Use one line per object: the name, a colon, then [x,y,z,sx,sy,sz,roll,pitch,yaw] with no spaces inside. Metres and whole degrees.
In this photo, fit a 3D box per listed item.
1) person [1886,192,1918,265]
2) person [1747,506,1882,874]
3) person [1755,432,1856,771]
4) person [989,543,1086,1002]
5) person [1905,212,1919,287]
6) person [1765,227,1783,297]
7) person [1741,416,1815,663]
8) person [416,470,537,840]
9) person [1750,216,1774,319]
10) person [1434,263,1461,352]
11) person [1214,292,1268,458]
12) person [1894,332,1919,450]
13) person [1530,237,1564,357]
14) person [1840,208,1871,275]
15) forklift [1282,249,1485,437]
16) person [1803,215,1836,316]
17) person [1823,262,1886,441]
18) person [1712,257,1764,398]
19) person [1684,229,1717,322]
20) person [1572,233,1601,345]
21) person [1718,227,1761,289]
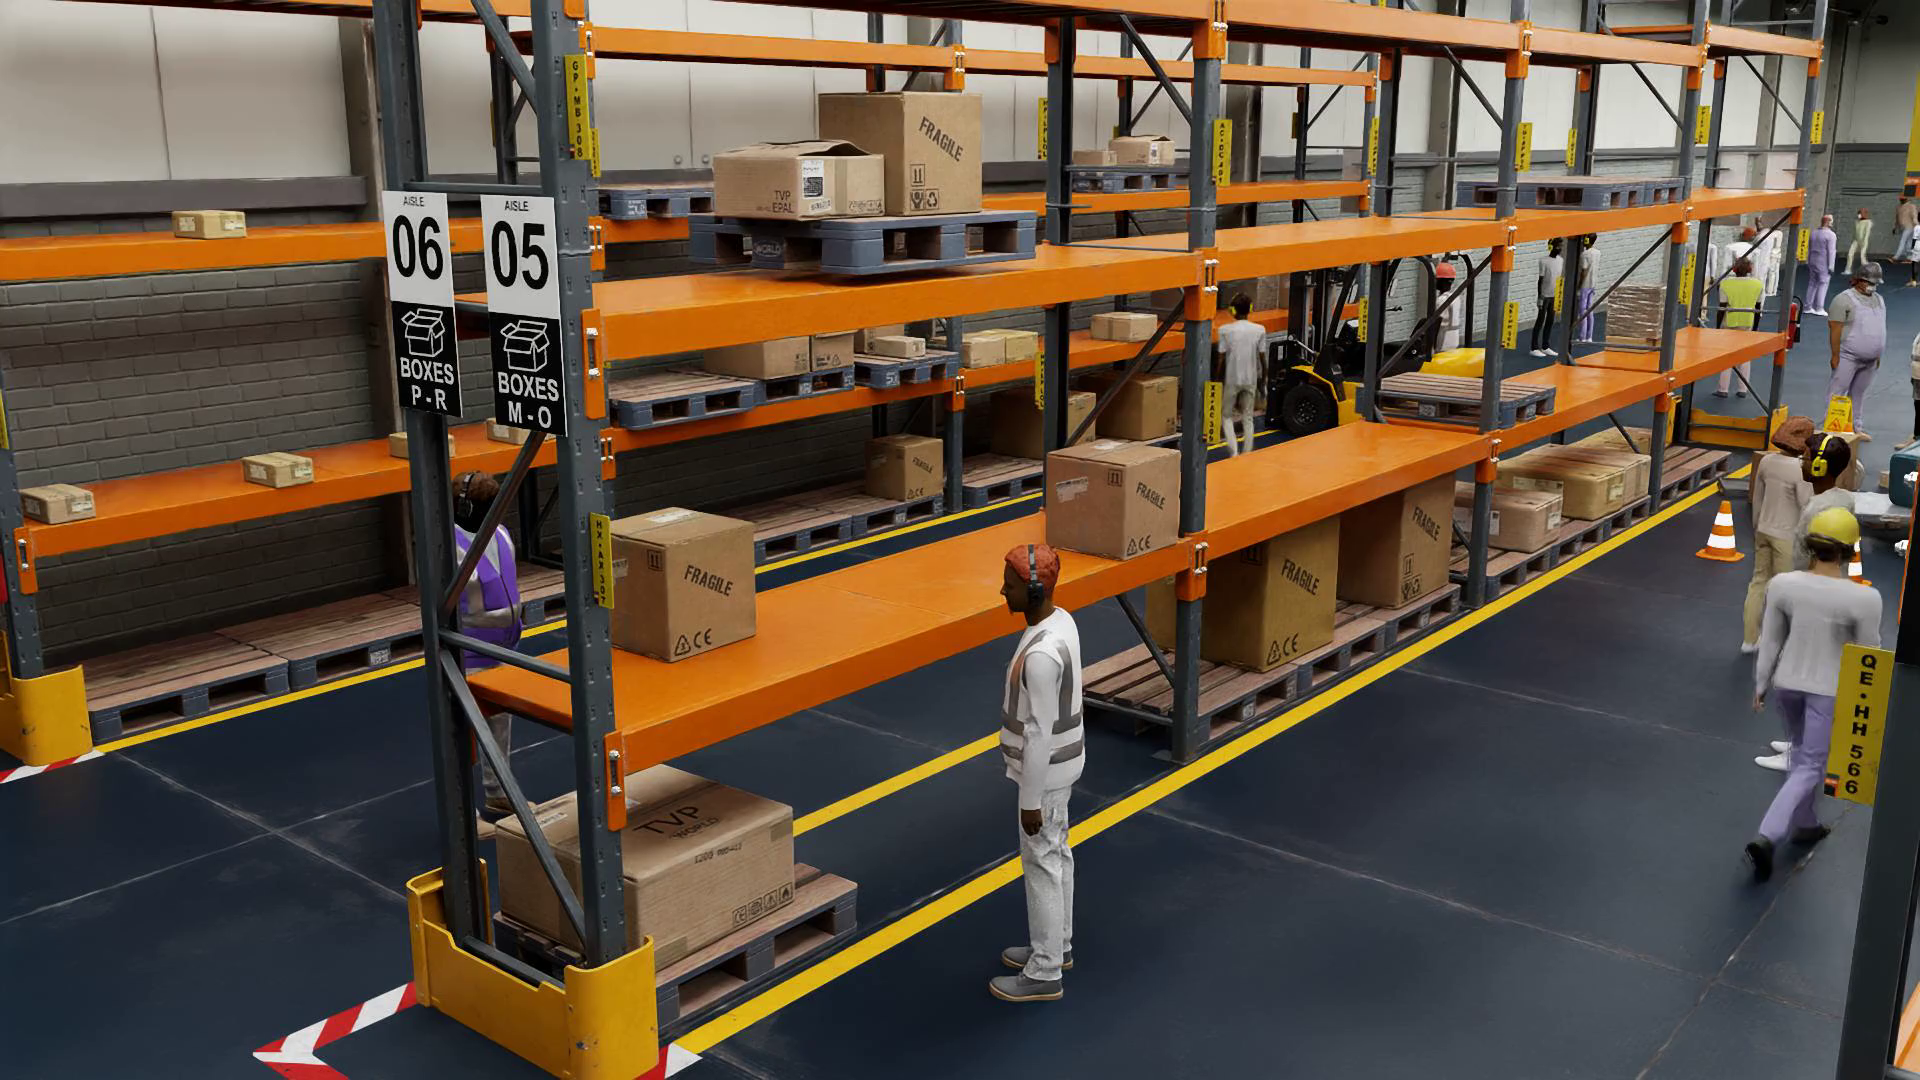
person: [24.894,-8.232,43.868,1.102,1.915,0.689,-3,14,-14]
person: [4.007,0.699,7.855,0.849,1.738,0.527,-9,16,-33]
person: [4.603,0.347,9.006,0.336,1.873,0.521,13,19,43]
person: [0.317,0.923,6.649,0.359,1.880,0.575,2,14,9]
person: [21.661,-6.564,37.525,0.536,1.693,0.320,-5,15,-19]
person: [17.172,-5.957,35.146,0.513,1.642,0.313,-12,18,-39]
person: [5.407,-0.008,10.942,0.283,1.633,0.498,-3,14,-12]
person: [-2.376,0.556,8.239,0.429,1.837,0.626,5,15,20]
person: [14.906,-5.090,31.087,0.406,1.902,0.639,10,17,36]
person: [5.670,-2.286,19.589,0.377,1.938,0.547,9,17,33]
person: [2.848,-1.587,16.909,0.597,1.851,0.374,-1,14,-4]
person: [10.416,-1.757,17.929,0.322,1.696,0.530,2,14,8]
person: [9.148,-3.773,25.814,0.504,1.861,0.328,-8,16,-30]
person: [21.778,-7.221,40.364,0.676,1.610,0.503,-6,15,-23]
forklift: [4.886,-2.214,18.767,2.313,2.155,1.214,11,18,38]
person: [16.417,-5.232,31.682,0.400,1.899,0.653,-3,14,-10]
person: [10.085,-2.106,18.645,0.677,2.000,0.536,-4,14,-17]
person: [10.185,-2.781,21.791,0.566,1.844,0.381,0,14,2]
person: [13.586,-4.883,30.542,0.563,1.752,0.341,12,18,41]
person: [10.221,-4.118,27.191,0.514,1.872,0.328,-12,18,-40]
person: [13.234,-4.366,28.230,0.649,1.863,0.477,1,14,5]
